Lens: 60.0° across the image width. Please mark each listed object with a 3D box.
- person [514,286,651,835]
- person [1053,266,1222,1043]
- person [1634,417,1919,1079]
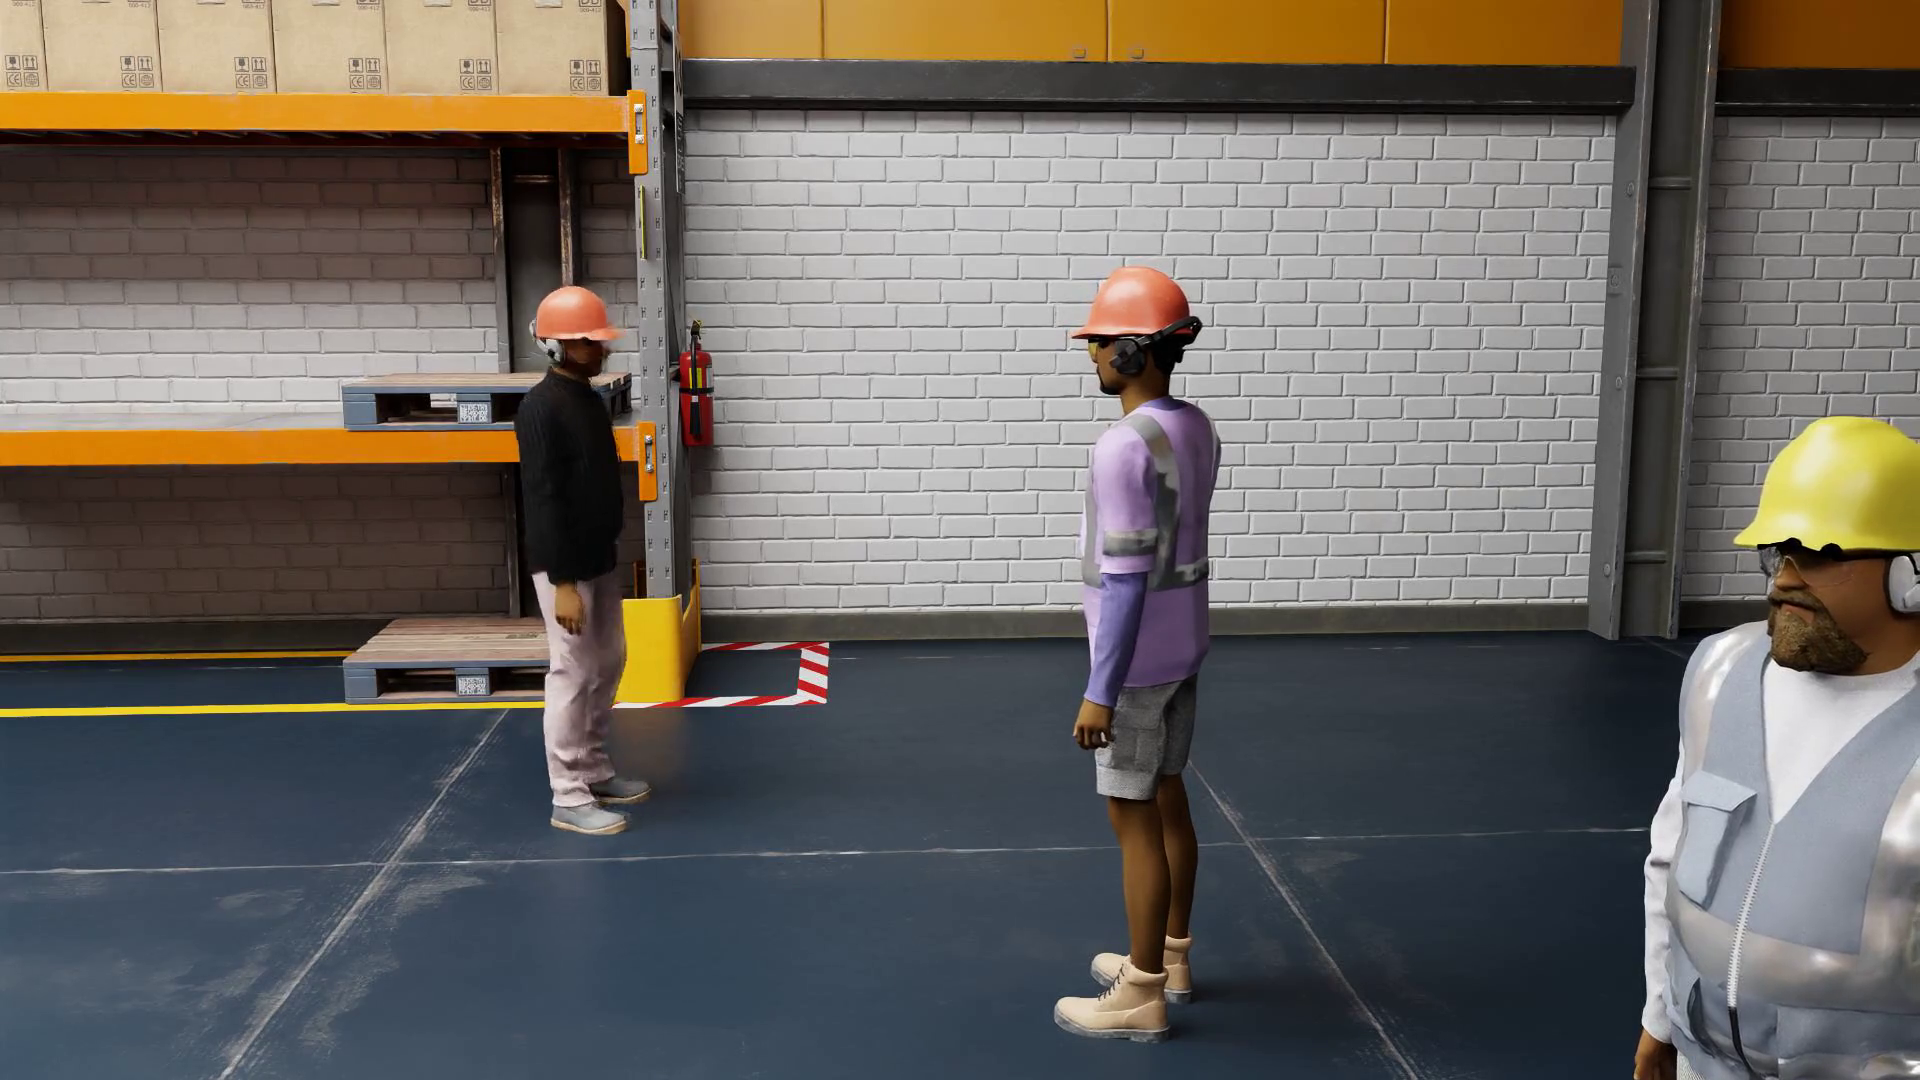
[{"bbox_3d":[-1.387,0.082,6.076,0.381,1.982,0.668,2,9,10],"label":"person"},{"bbox_3d":[0.465,0.307,4.421,0.372,2.044,0.607,4,10,25],"label":"person"},{"bbox_3d":[1.216,0.738,2.374,0.404,1.830,0.603,-5,10,-29],"label":"person"}]
